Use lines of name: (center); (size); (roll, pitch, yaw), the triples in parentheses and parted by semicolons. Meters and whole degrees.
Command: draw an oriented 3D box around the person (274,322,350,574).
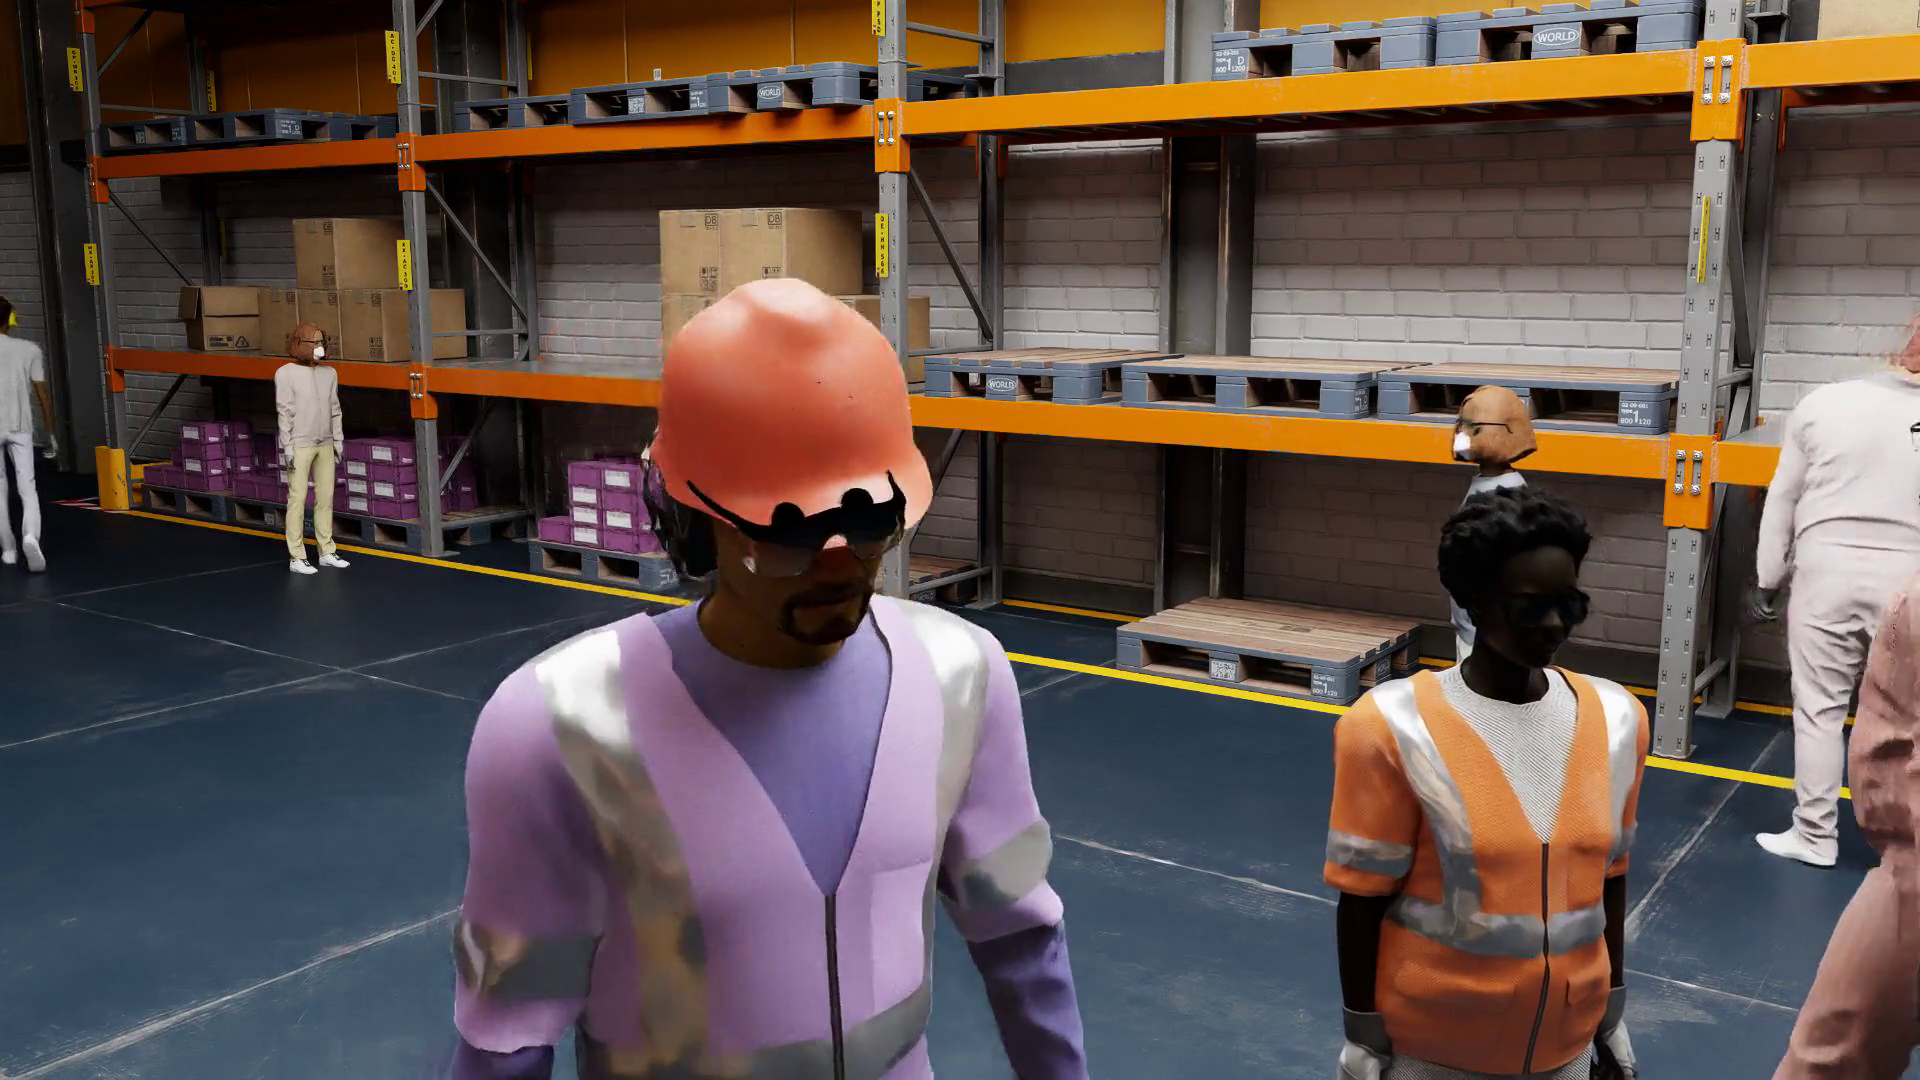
person: (-4.224, -0.598, 10.840); (0.277, 1.629, 0.496); (5, 11, 27)

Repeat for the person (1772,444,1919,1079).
person: (1.751, 0.593, 3.040); (0.665, 1.853, 0.987); (-6, 11, -33)

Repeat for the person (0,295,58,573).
person: (-6.217, -0.700, 10.883); (0.537, 1.828, 0.927); (-5, 11, -30)

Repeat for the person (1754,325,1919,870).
person: (2.995, 0.196, 5.434); (0.734, 1.863, 0.414); (5, 11, 28)

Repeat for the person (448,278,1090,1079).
person: (-0.149, 0.736, 1.771); (0.757, 1.992, 0.819); (-7, 12, -36)

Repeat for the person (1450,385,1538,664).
person: (1.667, 0.325, 5.309); (0.274, 1.633, 0.507); (1, 10, 8)

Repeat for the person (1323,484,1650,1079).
person: (0.809, 0.753, 2.574); (0.532, 1.698, 0.319); (-2, 10, -14)
